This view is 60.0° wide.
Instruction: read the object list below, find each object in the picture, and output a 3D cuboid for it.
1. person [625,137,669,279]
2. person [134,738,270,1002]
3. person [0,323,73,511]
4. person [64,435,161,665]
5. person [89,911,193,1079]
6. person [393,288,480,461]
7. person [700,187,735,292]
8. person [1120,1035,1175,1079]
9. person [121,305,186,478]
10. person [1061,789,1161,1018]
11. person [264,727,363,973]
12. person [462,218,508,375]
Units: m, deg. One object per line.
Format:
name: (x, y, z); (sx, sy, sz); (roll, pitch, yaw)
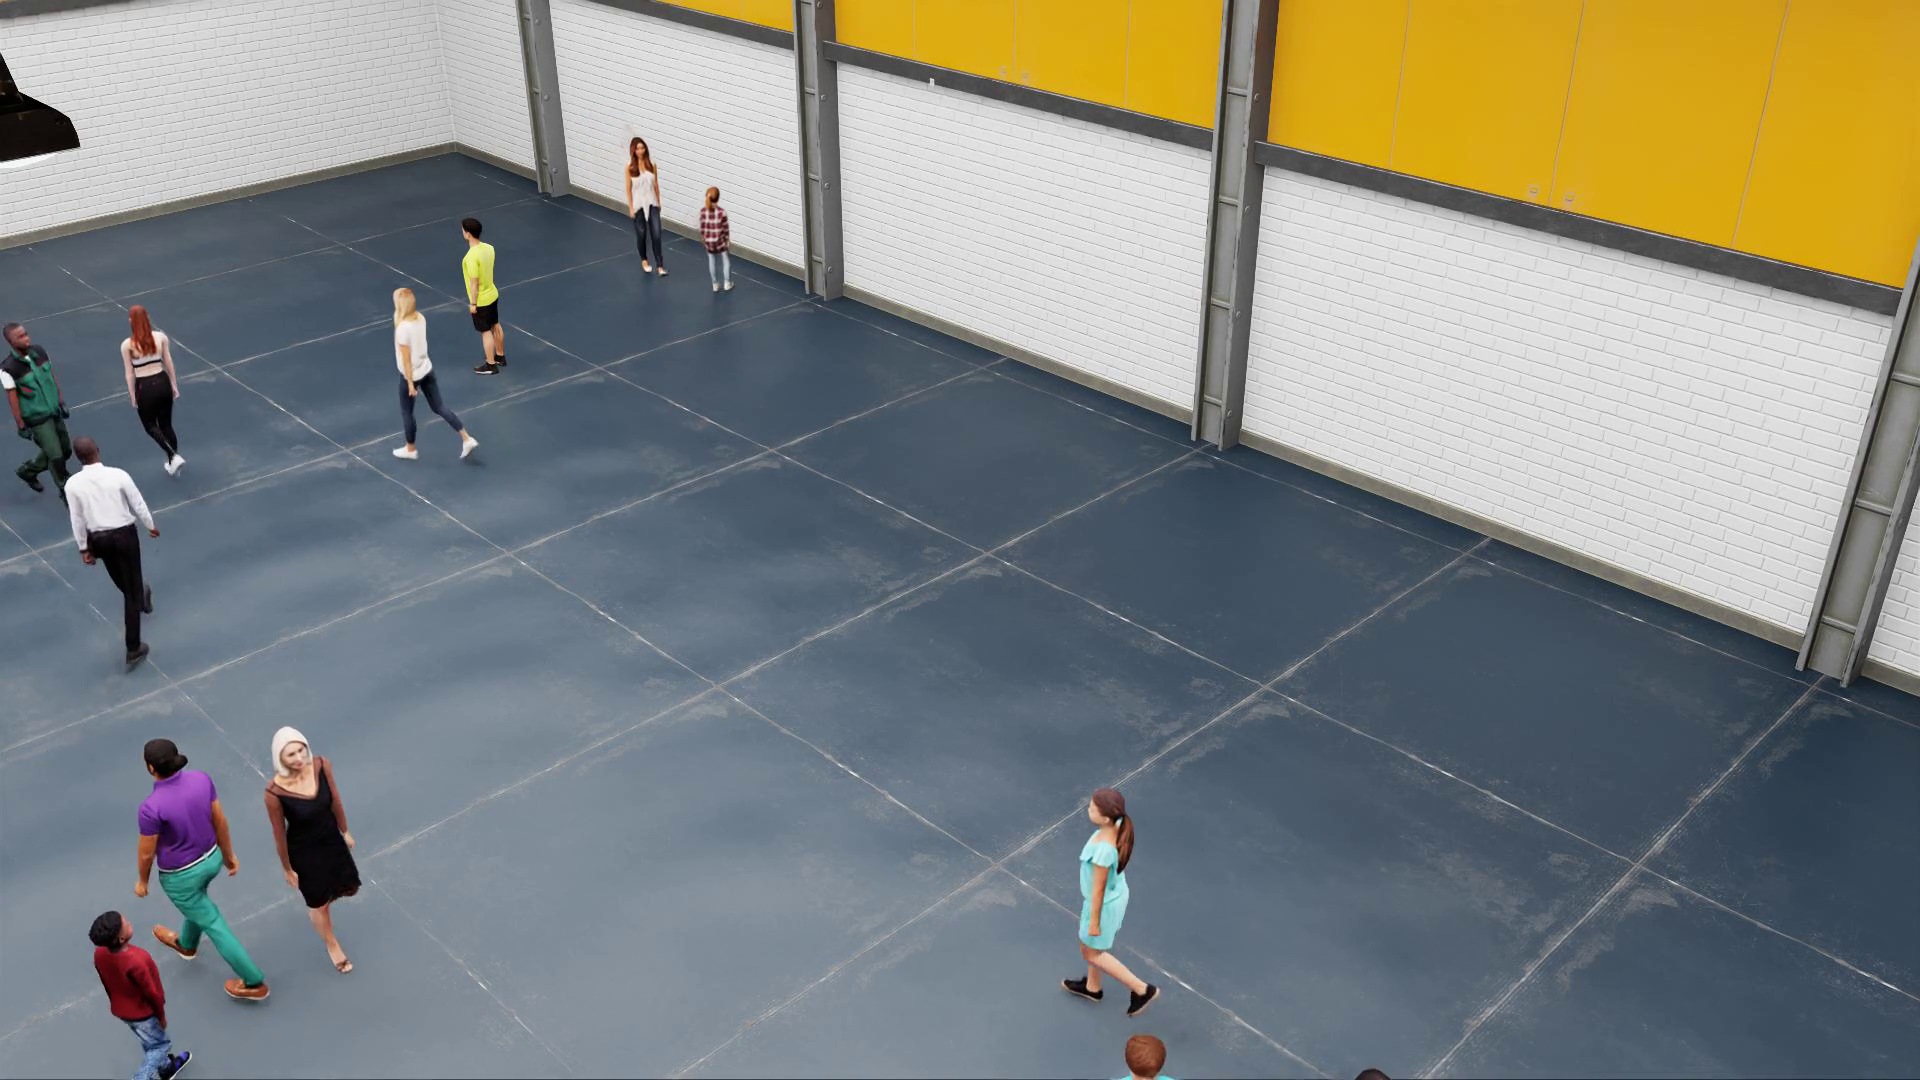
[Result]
person: (-3.963, -4.156, 20.731); (0.850, 1.749, 1.128); (-13, 31, -23)
person: (-4.339, 1.948, 9.579); (1.240, 1.714, 0.974); (10, 30, 17)
person: (-8.406, -1.124, 15.101); (1.156, 1.819, 1.020); (6, 29, 11)
person: (-6.549, 0.111, 12.873); (1.116, 1.784, 1.342); (-6, 29, -10)
person: (-4.480, 2.550, 8.968); (0.763, 1.241, 0.723); (13, 31, 22)
person: (-5.101, -1.553, 15.926); (1.199, 1.782, 0.917); (10, 30, 17)
person: (-3.002, -3.653, 20.279); (0.647, 1.300, 0.715); (4, 29, 7)
person: (0.877, 2.918, 8.087); (0.682, 1.439, 0.742); (-1, 29, -2)
person: (-7.518, -1.344, 15.594); (0.585, 1.732, 0.780); (-25, 37, -38)
person: (0.891, 2.086, 9.498); (0.924, 1.548, 0.723); (13, 31, 22)
person: (-3.857, 1.793, 9.840); (0.776, 1.735, 0.657); (20, 35, 32)
person: (-5.162, -2.658, 18.027); (0.710, 1.709, 0.700); (6, 29, 11)
